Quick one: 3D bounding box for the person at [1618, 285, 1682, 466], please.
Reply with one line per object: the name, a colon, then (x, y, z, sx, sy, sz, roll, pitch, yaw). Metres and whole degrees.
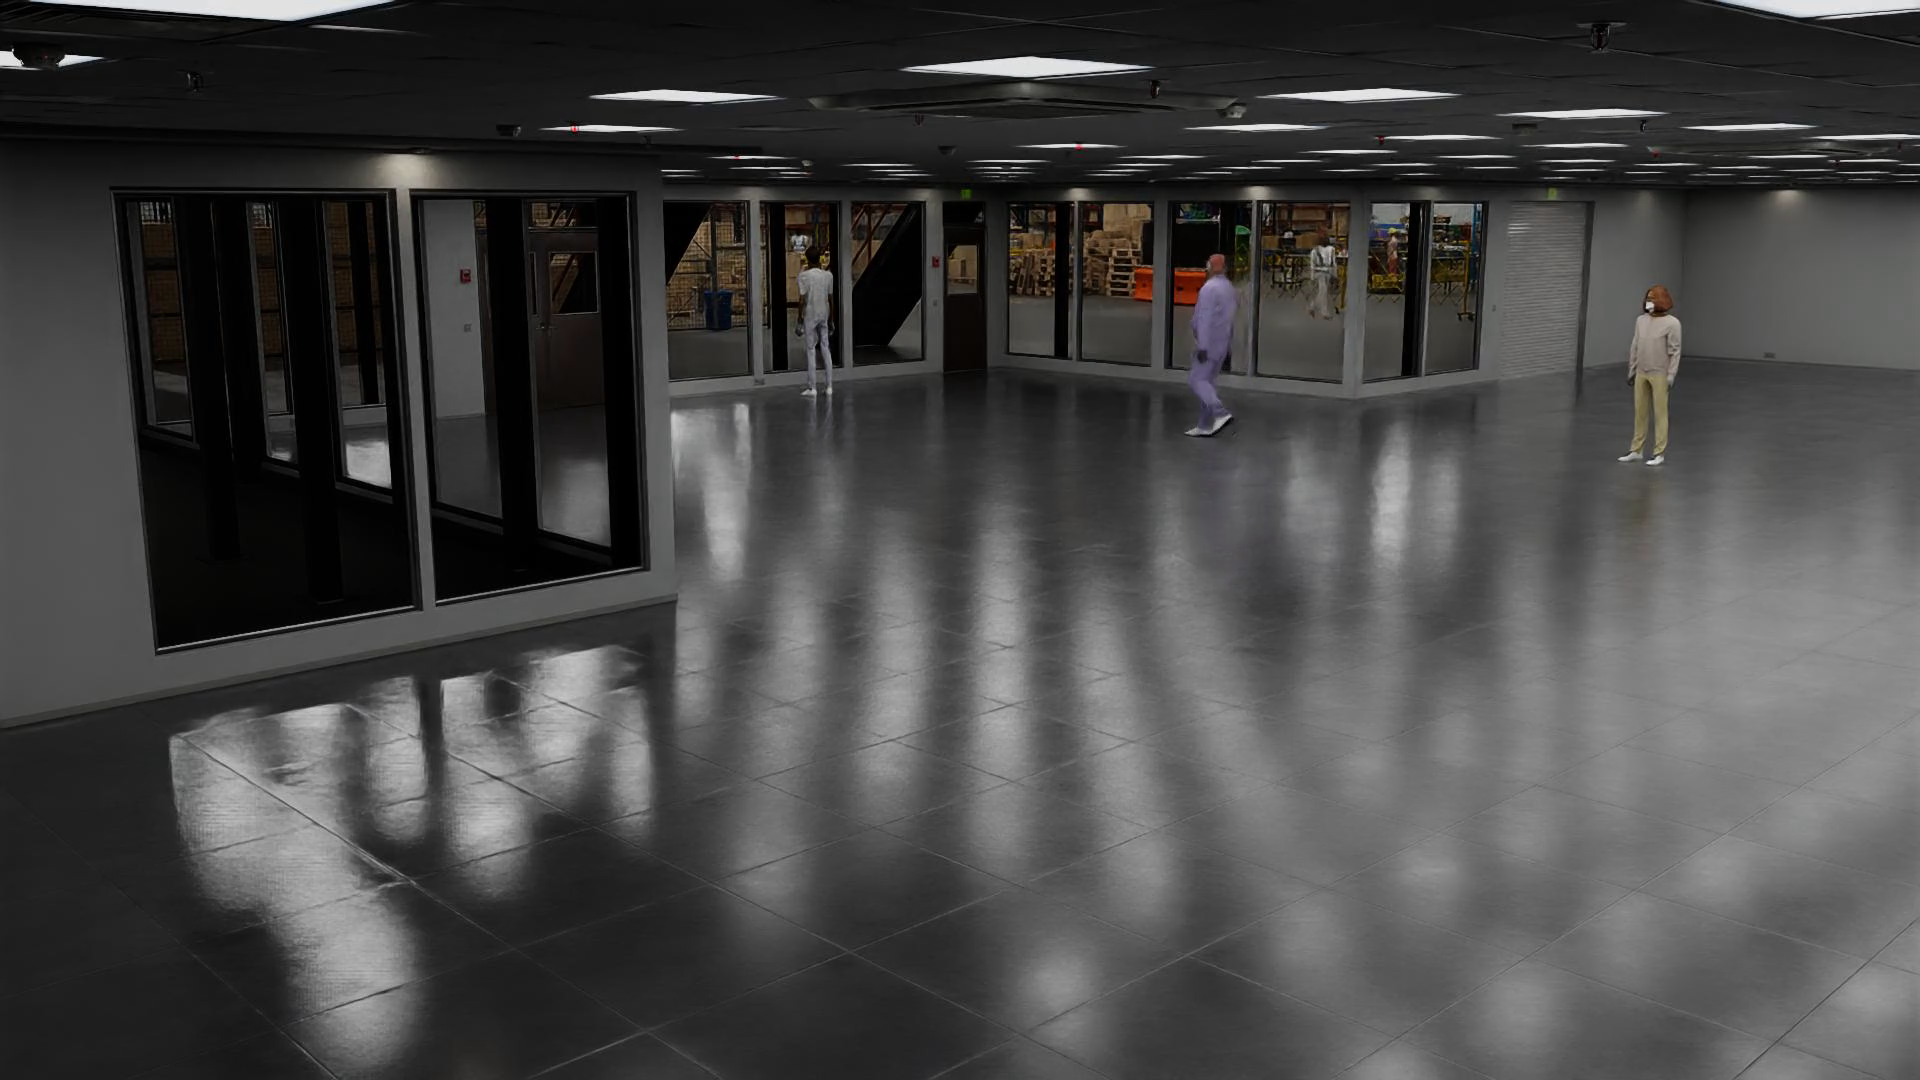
person: (6.301, -1.496, 15.144, 0.281, 1.634, 0.498, -6, 13, -27)

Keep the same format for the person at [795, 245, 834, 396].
person: (-1.806, -2.713, 20.670, 0.513, 1.865, 0.329, -7, 13, -30)

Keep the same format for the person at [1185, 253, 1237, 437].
person: (2.581, -1.974, 16.949, 0.467, 1.866, 0.705, 6, 13, 29)
